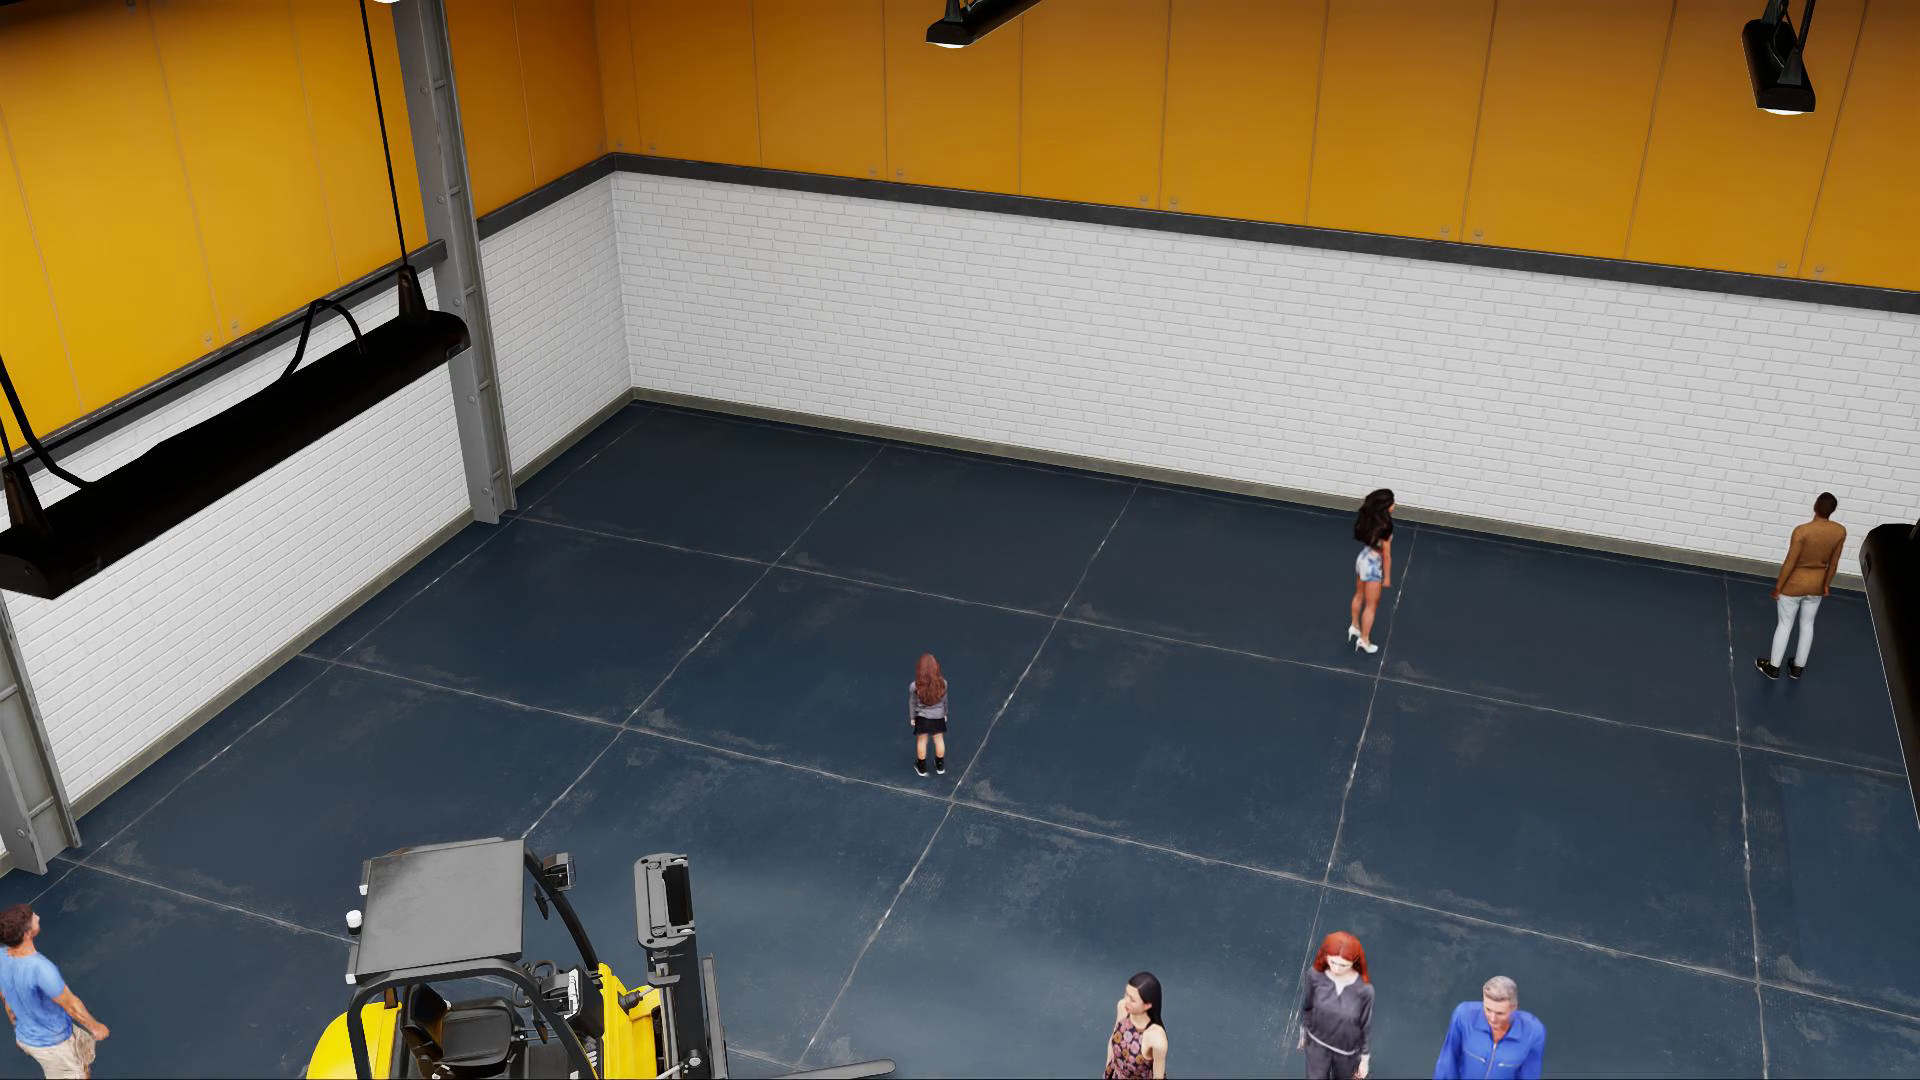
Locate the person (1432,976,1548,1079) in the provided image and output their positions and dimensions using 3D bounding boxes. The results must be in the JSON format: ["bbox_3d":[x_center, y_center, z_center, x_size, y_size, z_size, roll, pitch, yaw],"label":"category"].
[{"bbox_3d":[3.005,3.133,9.563,0.738,1.806,0.656,11,30,19],"label":"person"}]

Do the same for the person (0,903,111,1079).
[{"bbox_3d":[-5.436,2.974,9.812,0.703,1.846,0.836,15,32,26],"label":"person"}]

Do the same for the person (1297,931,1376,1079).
[{"bbox_3d":[2.252,2.974,9.900,0.691,1.760,0.869,15,32,26],"label":"person"}]

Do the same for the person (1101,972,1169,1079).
[{"bbox_3d":[0.999,3.168,9.531,0.843,1.775,0.800,-19,34,-31],"label":"person"}]

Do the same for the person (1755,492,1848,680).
[{"bbox_3d":[7.394,0.400,14.563,0.706,1.816,0.658,0,29,1],"label":"person"}]

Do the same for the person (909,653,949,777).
[{"bbox_3d":[-0.249,1.405,13.462,0.533,1.105,0.568,-6,29,-11],"label":"person"}]

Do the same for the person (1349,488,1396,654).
[{"bbox_3d":[3.706,0.269,15.005,0.726,1.622,0.645,-5,29,-10],"label":"person"}]
